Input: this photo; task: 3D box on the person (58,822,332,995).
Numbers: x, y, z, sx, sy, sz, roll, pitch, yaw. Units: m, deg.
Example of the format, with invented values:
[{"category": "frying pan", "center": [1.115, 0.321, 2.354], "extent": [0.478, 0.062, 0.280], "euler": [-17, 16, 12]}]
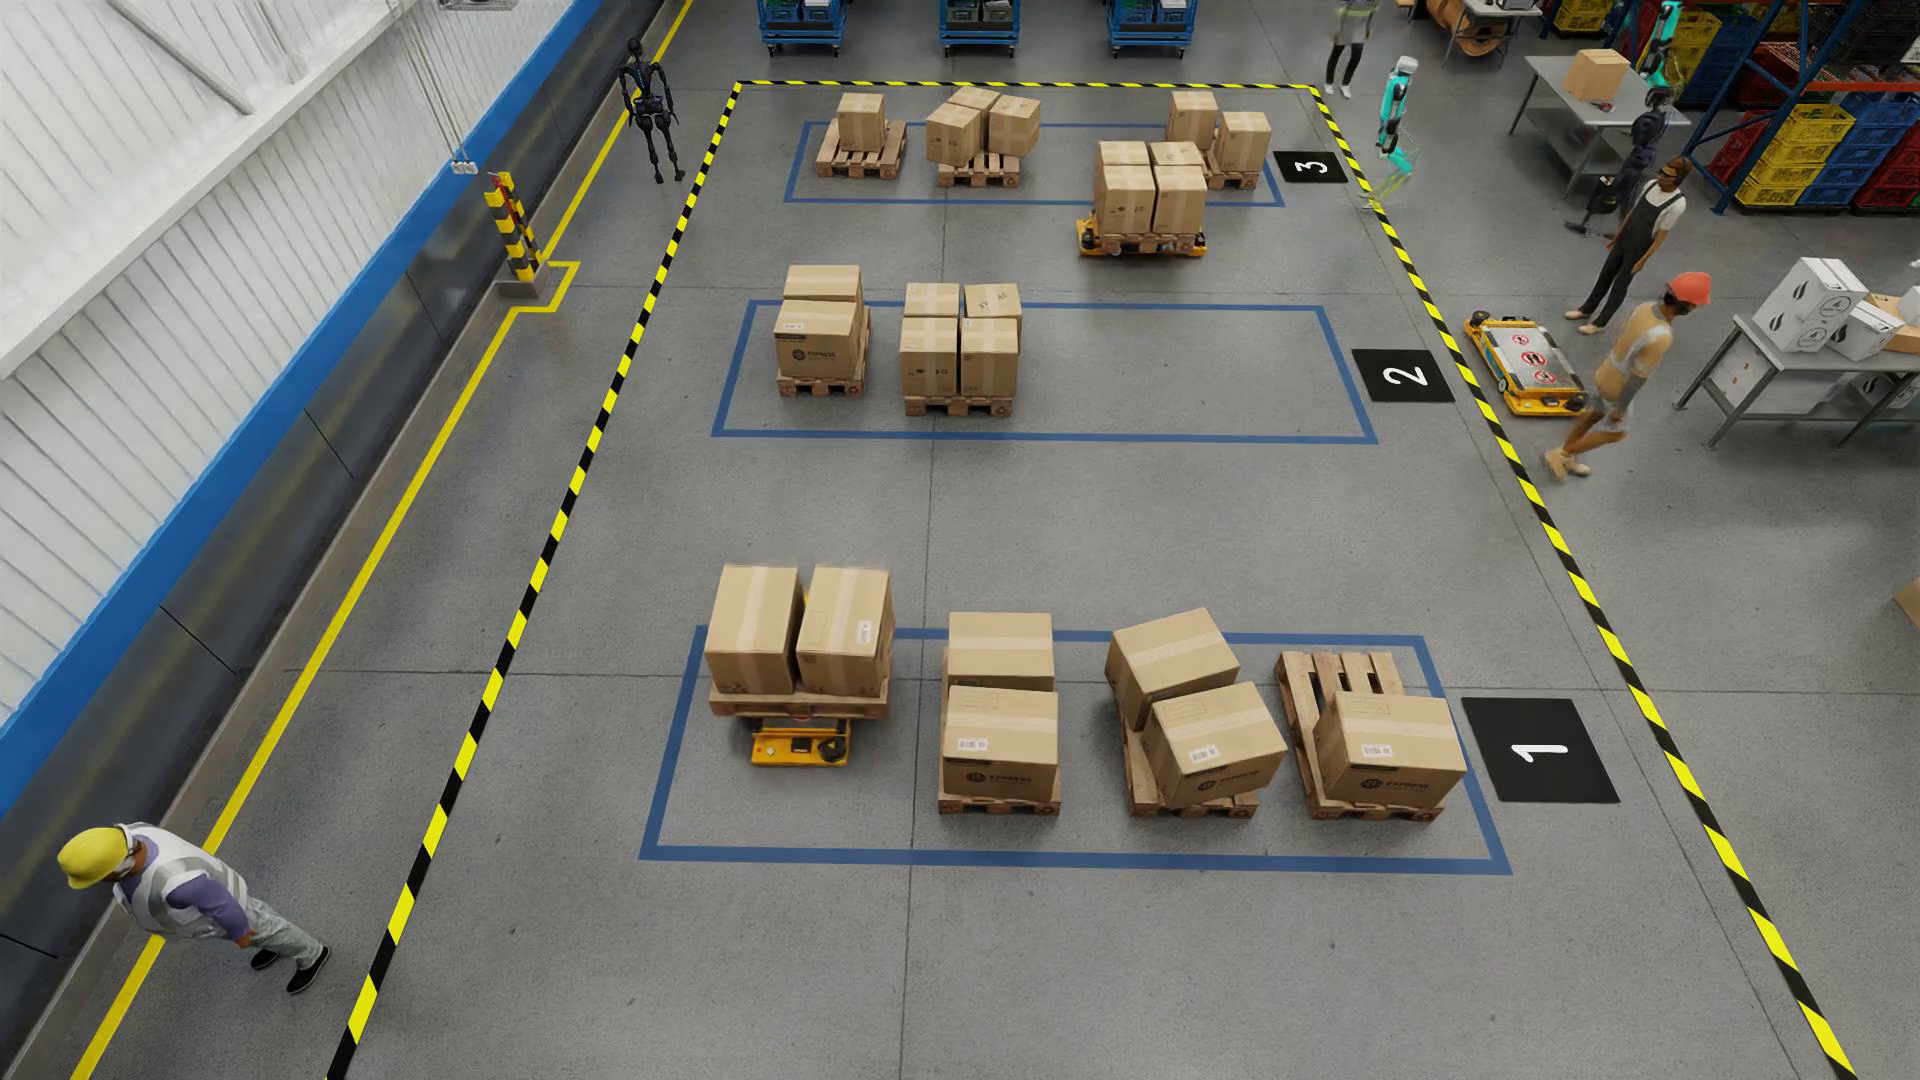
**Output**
[{"category": "person", "center": [-3.973, 1.937, 4.829], "extent": [0.588, 1.822, 0.403], "euler": [23, 53, 19]}]

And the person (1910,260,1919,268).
[{"category": "person", "center": [11.104, -3.770, 9.724], "extent": [0.619, 1.900, 0.586], "euler": [-2, 49, -1]}]

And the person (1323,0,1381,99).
[{"category": "person", "center": [5.409, -7.047, 12.606], "extent": [0.601, 1.822, 0.635], "euler": [0, 49, 0]}]

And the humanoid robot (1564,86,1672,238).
[{"category": "humanoid robot", "center": [7.494, -4.184, 10.243], "extent": [0.740, 1.622, 0.594], "euler": [32, 56, 25]}]

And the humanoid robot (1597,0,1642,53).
[{"category": "humanoid robot", "center": [10.037, -8.065, 13.581], "extent": [0.907, 1.834, 0.554], "euler": [10, 50, 9]}]

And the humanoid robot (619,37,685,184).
[{"category": "humanoid robot", "center": [-3.737, -5.169, 11.067], "extent": [0.599, 1.655, 0.315], "euler": [-7, 50, -6]}]

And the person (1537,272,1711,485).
[{"category": "person", "center": [5.373, -1.276, 7.468], "extent": [0.435, 2.036, 0.620], "euler": [12, 50, 10]}]

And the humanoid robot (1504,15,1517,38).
[{"category": "humanoid robot", "center": [8.694, -8.734, 14.203], "extent": [0.585, 1.649, 0.730], "euler": [-21, 52, -17]}]

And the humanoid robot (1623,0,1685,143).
[{"category": "humanoid robot", "center": [9.104, -6.059, 11.866], "extent": [0.627, 1.842, 0.835], "euler": [-35, 58, -27]}]

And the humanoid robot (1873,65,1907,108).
[{"category": "humanoid robot", "center": [13.107, -6.858, 12.515], "extent": [0.549, 1.776, 0.941], "euler": [-3, 49, -3]}]

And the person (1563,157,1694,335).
[{"category": "person", "center": [6.578, -2.855, 8.970], "extent": [0.336, 1.840, 0.504], "euler": [-5, 49, -5]}]

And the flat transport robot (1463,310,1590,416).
[{"category": "flat transport robot", "center": [5.573, -1.757, 9.054], "extent": [0.659, 0.231, 1.431], "euler": [1, 49, 1]}]

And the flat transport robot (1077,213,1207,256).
[{"category": "flat transport robot", "center": [2.097, -3.555, 10.592], "extent": [1.431, 0.197, 0.652], "euler": [1, 49, 1]}]

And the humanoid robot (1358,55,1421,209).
[{"category": "humanoid robot", "center": [5.049, -4.604, 10.458], "extent": [0.735, 1.677, 0.533], "euler": [9, 50, 8]}]

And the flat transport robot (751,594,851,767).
[{"category": "flat transport robot", "center": [-1.090, 0.955, 6.688], "extent": [0.652, 0.197, 1.431], "euler": [1, 49, 1]}]
